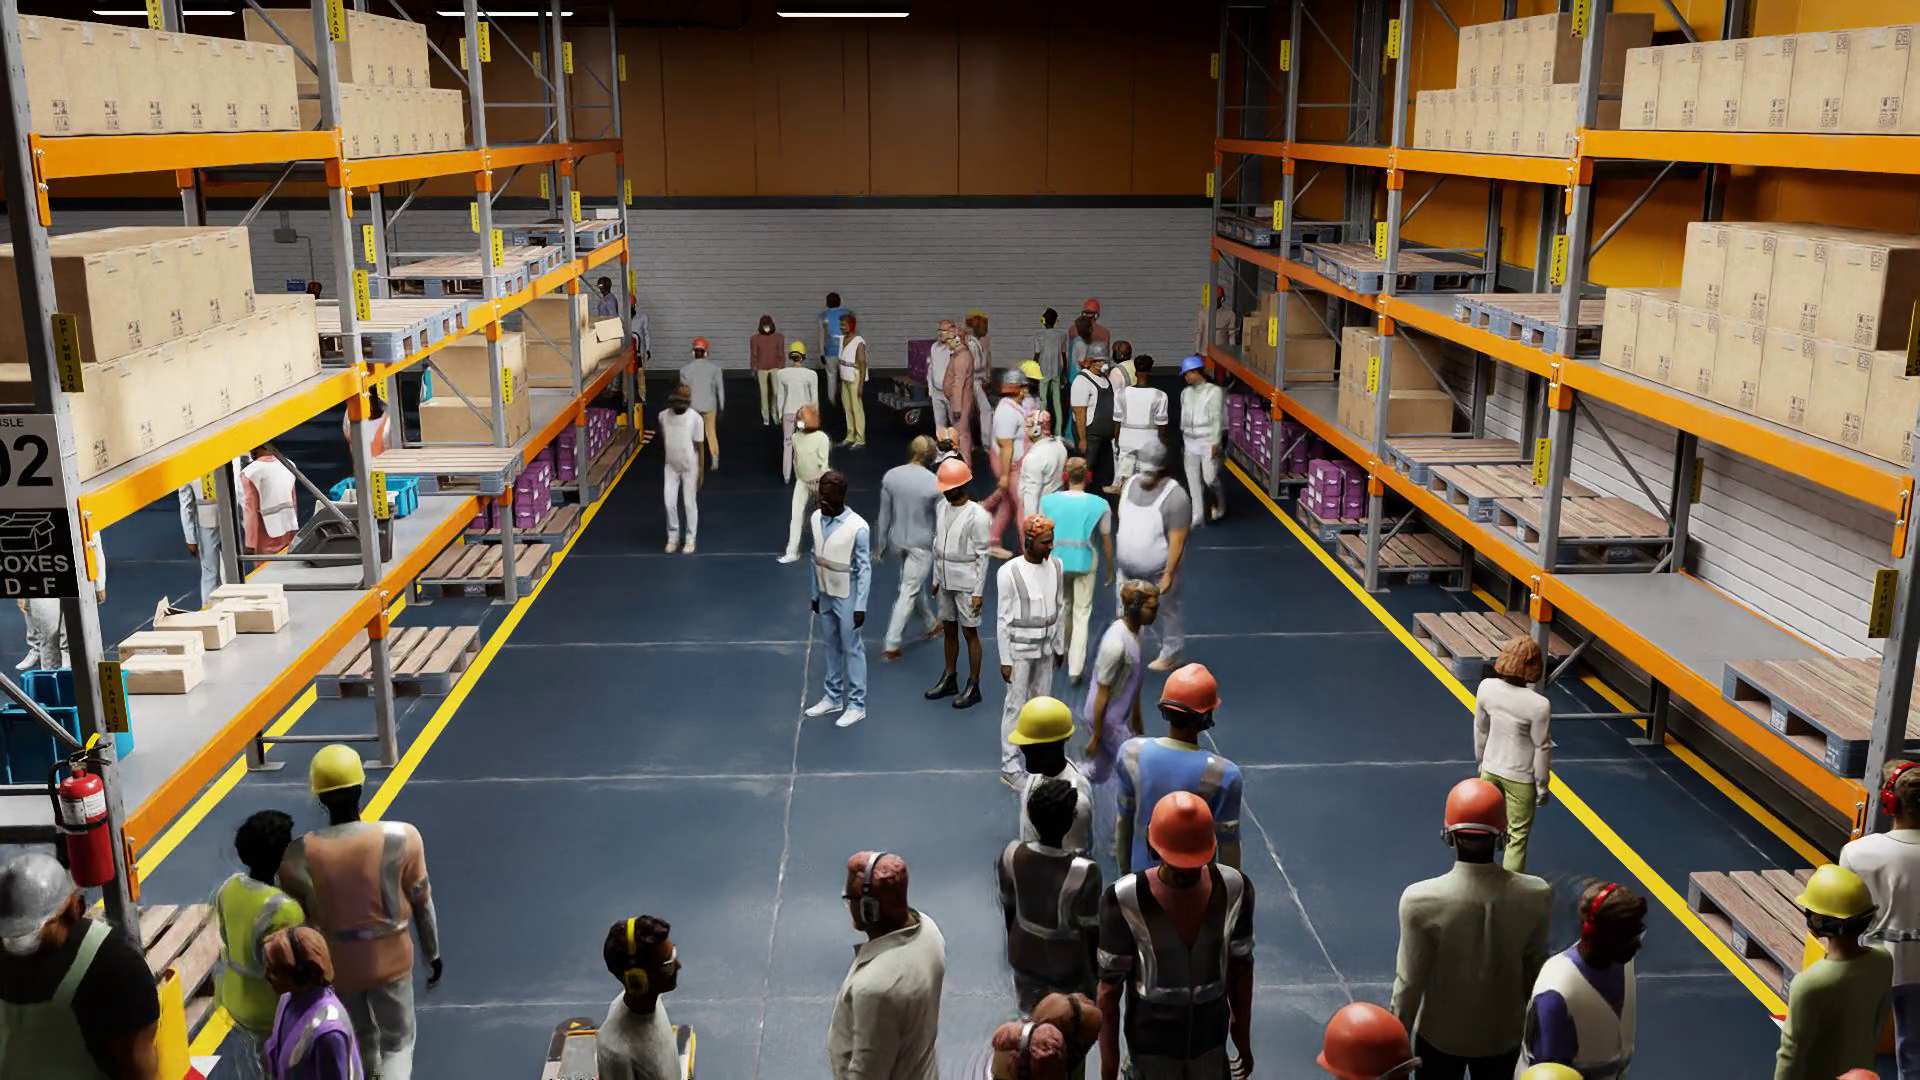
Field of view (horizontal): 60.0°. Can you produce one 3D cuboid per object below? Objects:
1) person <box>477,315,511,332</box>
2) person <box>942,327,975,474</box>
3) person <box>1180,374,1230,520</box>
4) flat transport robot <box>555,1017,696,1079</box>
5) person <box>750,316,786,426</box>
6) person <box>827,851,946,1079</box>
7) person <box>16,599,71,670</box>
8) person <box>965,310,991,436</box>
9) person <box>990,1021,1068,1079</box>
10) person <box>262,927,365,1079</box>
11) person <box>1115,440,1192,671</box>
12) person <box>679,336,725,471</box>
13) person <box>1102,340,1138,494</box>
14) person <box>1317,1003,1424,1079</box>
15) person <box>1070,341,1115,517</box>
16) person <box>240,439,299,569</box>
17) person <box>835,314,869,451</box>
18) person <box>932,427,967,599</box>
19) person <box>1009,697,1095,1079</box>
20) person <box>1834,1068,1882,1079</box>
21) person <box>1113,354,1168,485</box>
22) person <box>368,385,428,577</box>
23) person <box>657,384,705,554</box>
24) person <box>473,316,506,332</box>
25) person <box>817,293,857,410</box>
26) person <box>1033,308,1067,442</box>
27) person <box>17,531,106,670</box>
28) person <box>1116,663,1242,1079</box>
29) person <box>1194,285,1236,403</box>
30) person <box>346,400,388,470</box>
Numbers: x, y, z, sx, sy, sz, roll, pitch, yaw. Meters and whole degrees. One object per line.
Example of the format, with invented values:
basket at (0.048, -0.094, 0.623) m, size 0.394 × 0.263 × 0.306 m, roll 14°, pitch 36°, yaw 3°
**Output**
person at (-6.445, -2.324, 23.099) m, size 0.607 × 1.912 × 0.500 m, roll 1°, pitch 14°, yaw 4°
person at (-0.023, -1.705, 20.710) m, size 0.399 × 1.899 × 0.635 m, roll 2°, pitch 14°, yaw 8°
person at (2.694, -1.005, 18.390) m, size 0.541 × 1.668 × 0.595 m, roll 1°, pitch 14°, yaw 5°
flat transport robot at (-1.528, 2.532, 7.307) m, size 0.652 × 0.197 × 1.431 m, roll -1°, pitch 15°, yaw -6°
person at (-2.793, -2.456, 24.204) m, size 0.524 × 1.615 × 0.487 m, roll -3°, pitch 15°, yaw -12°
person at (-0.277, 2.028, 6.057) m, size 0.402 × 1.896 × 0.652 m, roll 4°, pitch 15°, yaw 14°
person at (-7.506, 0.129, 13.488) m, size 0.586 × 1.910 × 0.395 m, roll 3°, pitch 15°, yaw 11°
person at (0.199, -2.362, 23.540) m, size 0.533 × 1.768 × 0.310 m, roll 6°, pitch 16°, yaw 23°
person at (0.224, 2.310, 4.952) m, size 0.401 × 1.894 × 0.655 m, roll 2°, pitch 14°, yaw 10°
person at (-2.316, 2.160, 6.062) m, size 0.314 × 1.632 × 0.528 m, roll -10°, pitch 18°, yaw -35°
person at (1.498, 0.131, 13.203) m, size 0.708 × 2.000 × 0.960 m, roll 11°, pitch 18°, yaw 37°
person at (-3.259, -1.701, 21.030) m, size 0.574 × 1.733 × 0.572 m, roll -3°, pitch 15°, yaw -13°
person at (1.949, -1.474, 19.932) m, size 0.430 × 1.837 × 0.629 m, roll 10°, pitch 18°, yaw 35°
person at (1.185, 2.281, 4.876) m, size 0.608 × 1.985 × 0.394 m, roll -11°, pitch 18°, yaw -37°
person at (1.510, -1.201, 18.433) m, size 0.535 × 2.000 × 0.680 m, roll 8°, pitch 16°, yaw 27°
person at (-5.852, -0.050, 14.190) m, size 0.396 × 1.908 × 0.599 m, roll 4°, pitch 15°, yaw 16°
person at (-1.448, -2.137, 22.501) m, size 0.373 × 1.840 × 0.571 m, roll -9°, pitch 17°, yaw -32°
person at (-0.083, -0.252, 15.530) m, size 0.313 × 1.634 × 0.514 m, roll 3°, pitch 15°, yaw 12°
person at (0.411, 1.625, 7.585) m, size 0.397 × 1.920 × 0.587 m, roll -3°, pitch 15°, yaw -13°
person at (2.389, 2.403, 4.540) m, size 0.573 × 1.912 × 0.650 m, roll 1°, pitch 14°, yaw 5°
person at (1.937, -1.020, 17.899) m, size 0.599 × 1.958 × 0.377 m, roll 4°, pitch 15°, yaw 14°
person at (-5.609, -0.582, 16.244) m, size 0.650 × 1.918 × 0.452 m, roll 6°, pitch 16°, yaw 24°
person at (-2.827, -0.724, 17.024) m, size 0.524 × 1.803 × 0.540 m, roll 2°, pitch 14°, yaw 9°
person at (-7.309, -3.044, 25.954) m, size 0.838 × 1.900 × 0.400 m, roll 11°, pitch 18°, yaw 37°
person at (-1.893, -2.918, 25.701) m, size 0.629 × 1.794 × 0.992 m, roll -2°, pitch 14°, yaw -9°
person at (1.233, -2.265, 22.980) m, size 0.525 × 1.863 × 0.321 m, roll -5°, pitch 15°, yaw -19°
person at (-6.801, 0.351, 12.576) m, size 0.635 × 1.931 × 0.363 m, roll -7°, pitch 16°, yaw -26°
person at (1.005, 1.551, 7.657) m, size 0.608 × 2.040 × 0.399 m, roll 8°, pitch 16°, yaw 29°
person at (3.792, -2.799, 24.796) m, size 0.611 × 1.996 × 0.379 m, roll 4°, pitch 15°, yaw 17°
person at (-7.570, -1.870, 21.179) m, size 0.619 × 1.986 × 0.410 m, roll 4°, pitch 15°, yaw 15°
